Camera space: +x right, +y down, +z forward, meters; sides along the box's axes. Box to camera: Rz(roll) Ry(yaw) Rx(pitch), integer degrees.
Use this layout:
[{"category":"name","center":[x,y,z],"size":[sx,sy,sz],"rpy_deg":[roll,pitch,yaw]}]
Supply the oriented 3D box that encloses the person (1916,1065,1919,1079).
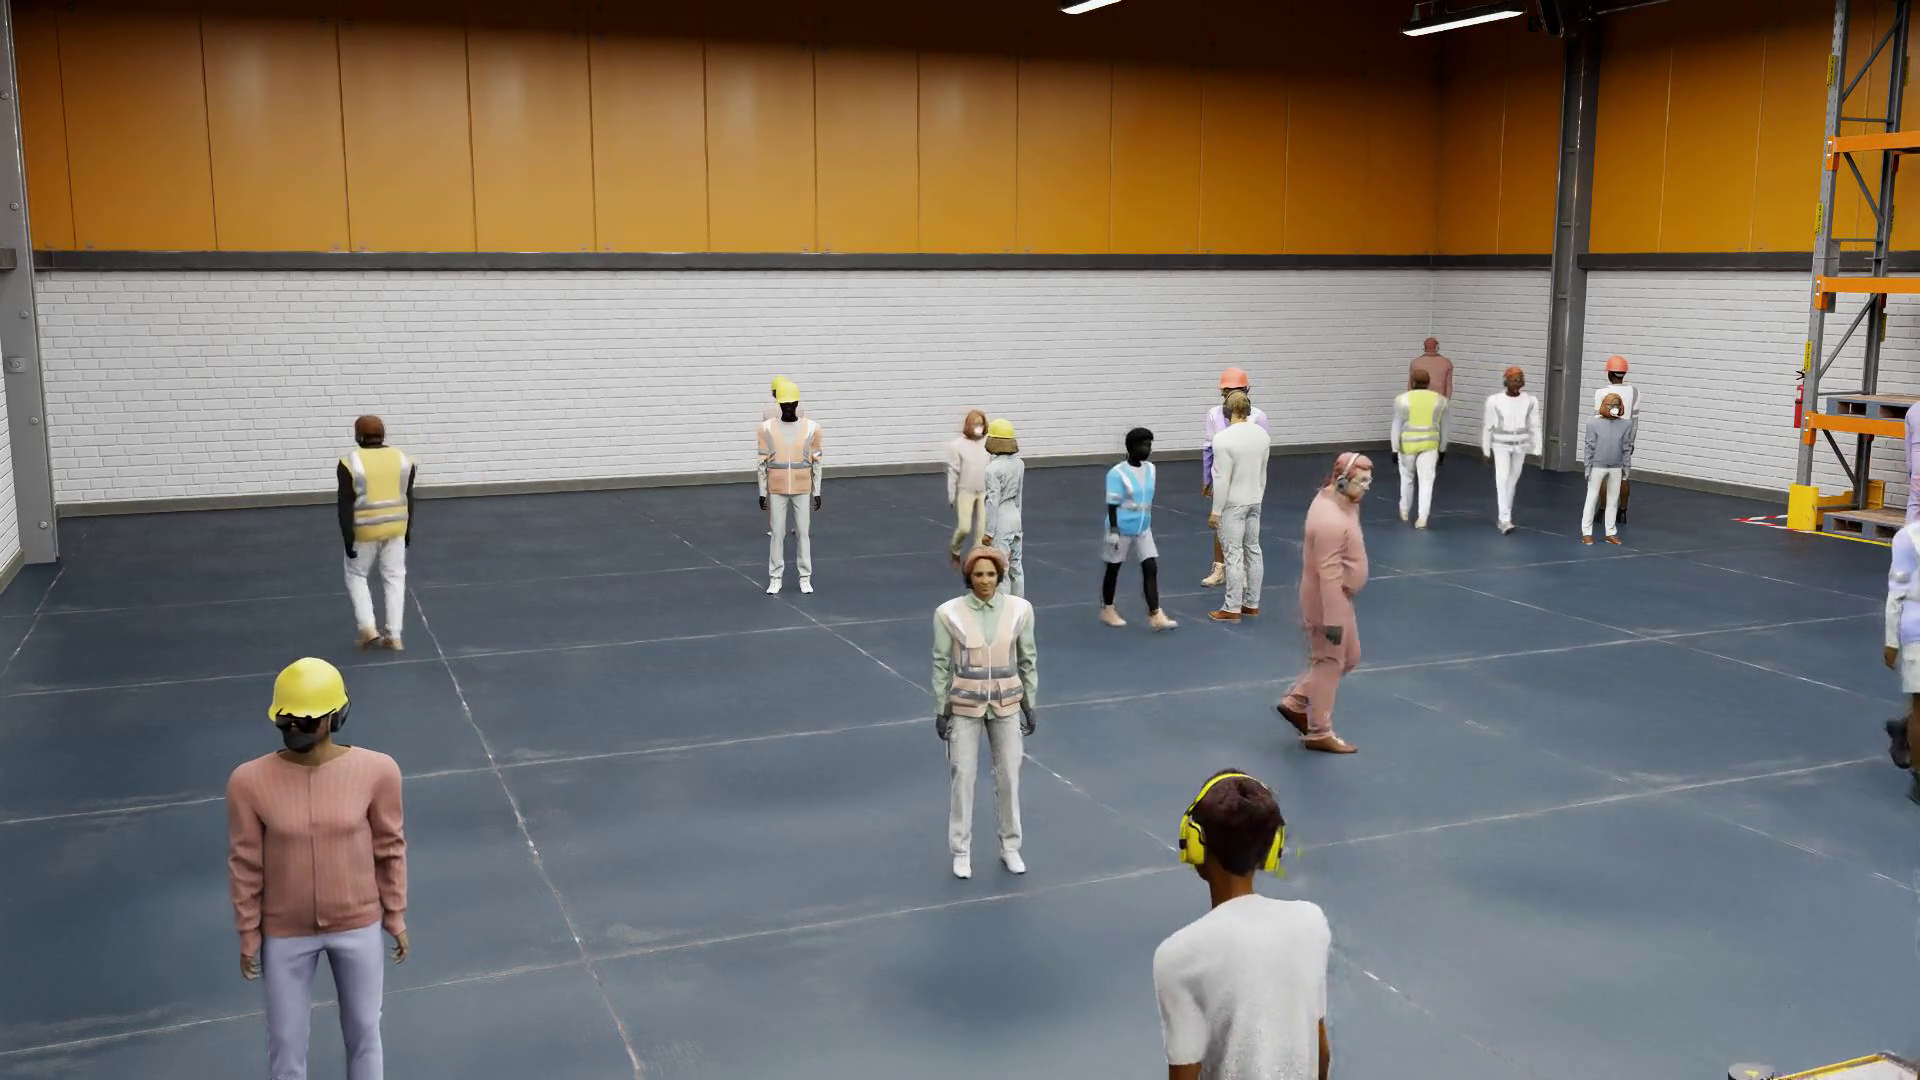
[{"category":"person","center":[3.448,1.149,5.059],"size":[1.063,1.983,0.616],"rpy_deg":[3,10,16]}]

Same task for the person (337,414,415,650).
[{"category":"person","center":[-4.490,-0.051,12.801],"size":[0.623,1.829,0.446],"rpy_deg":[-8,12,-40]}]

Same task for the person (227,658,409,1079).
[{"category":"person","center":[-2.008,1.226,5.251],"size":[0.526,1.765,0.329],"rpy_deg":[-3,10,-20]}]

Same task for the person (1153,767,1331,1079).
[{"category":"person","center":[0.640,1.449,3.786],"size":[0.566,1.814,1.006],"rpy_deg":[-4,10,-25]}]

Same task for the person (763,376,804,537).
[{"category":"person","center":[-1.942,-0.915,18.223],"size":[0.532,1.765,0.328],"rpy_deg":[-8,12,-39]}]

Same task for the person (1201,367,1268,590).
[{"category":"person","center":[2.491,-0.560,15.228],"size":[0.613,2.043,0.374],"rpy_deg":[6,11,33]}]

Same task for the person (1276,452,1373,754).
[{"category":"person","center":[2.231,0.385,10.023],"size":[0.458,1.870,0.725],"rpy_deg":[2,10,15]}]

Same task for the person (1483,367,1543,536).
[{"category":"person","center":[6.097,-0.970,18.310],"size":[0.599,1.836,0.954],"rpy_deg":[1,9,3]}]

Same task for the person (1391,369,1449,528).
[{"category":"person","center":[5.235,-1.055,18.985],"size":[0.650,1.793,0.981],"rpy_deg":[1,9,7]}]

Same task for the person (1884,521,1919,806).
[{"category":"person","center":[5.381,0.497,9.237],"size":[0.549,1.914,0.725],"rpy_deg":[0,9,1]}]

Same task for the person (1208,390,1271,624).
[{"category":"person","center":[2.304,-0.273,13.815],"size":[0.629,1.937,0.379],"rpy_deg":[-8,12,-39]}]

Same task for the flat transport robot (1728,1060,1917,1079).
[{"category":"flat transport robot","center":[3.157,1.983,5.178],"size":[0.652,0.197,1.431],"rpy_deg":[-4,10,-22]}]

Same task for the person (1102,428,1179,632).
[{"category":"person","center":[1.443,-0.069,13.374],"size":[0.552,1.654,0.831],"rpy_deg":[-7,12,-36]}]

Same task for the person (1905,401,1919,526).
[{"category":"person","center":[9.705,-0.710,16.544],"size":[0.410,1.912,0.643],"rpy_deg":[-2,10,-15]}]

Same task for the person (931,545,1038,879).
[{"category":"person","center":[0.116,0.828,8.067],"size":[0.519,1.633,0.311],"rpy_deg":[-2,9,-9]}]

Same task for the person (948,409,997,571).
[{"category":"person","center":[0.121,-0.435,15.738],"size":[0.503,1.623,0.434],"rpy_deg":[-3,10,-18]}]

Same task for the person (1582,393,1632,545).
[{"category":"person","center":[6.870,-0.753,17.671],"size":[0.497,1.626,0.287],"rpy_deg":[0,9,-2]}]

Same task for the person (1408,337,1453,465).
[{"category":"person","center":[6.967,-2.054,24.707],"size":[0.642,1.905,0.399],"rpy_deg":[1,9,5]}]

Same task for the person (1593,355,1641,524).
[{"category":"person","center":[7.506,-1.149,19.105],"size":[0.544,1.943,0.347],"rpy_deg":[-2,10,-10]}]

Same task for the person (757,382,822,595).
[{"category":"person","center":[-1.534,-0.467,15.014],"size":[0.588,1.927,0.369],"rpy_deg":[-1,9,-6]}]

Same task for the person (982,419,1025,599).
[{"category":"person","center":[0.330,-0.105,13.378],"size":[0.295,1.744,0.484],"rpy_deg":[6,11,32]}]
